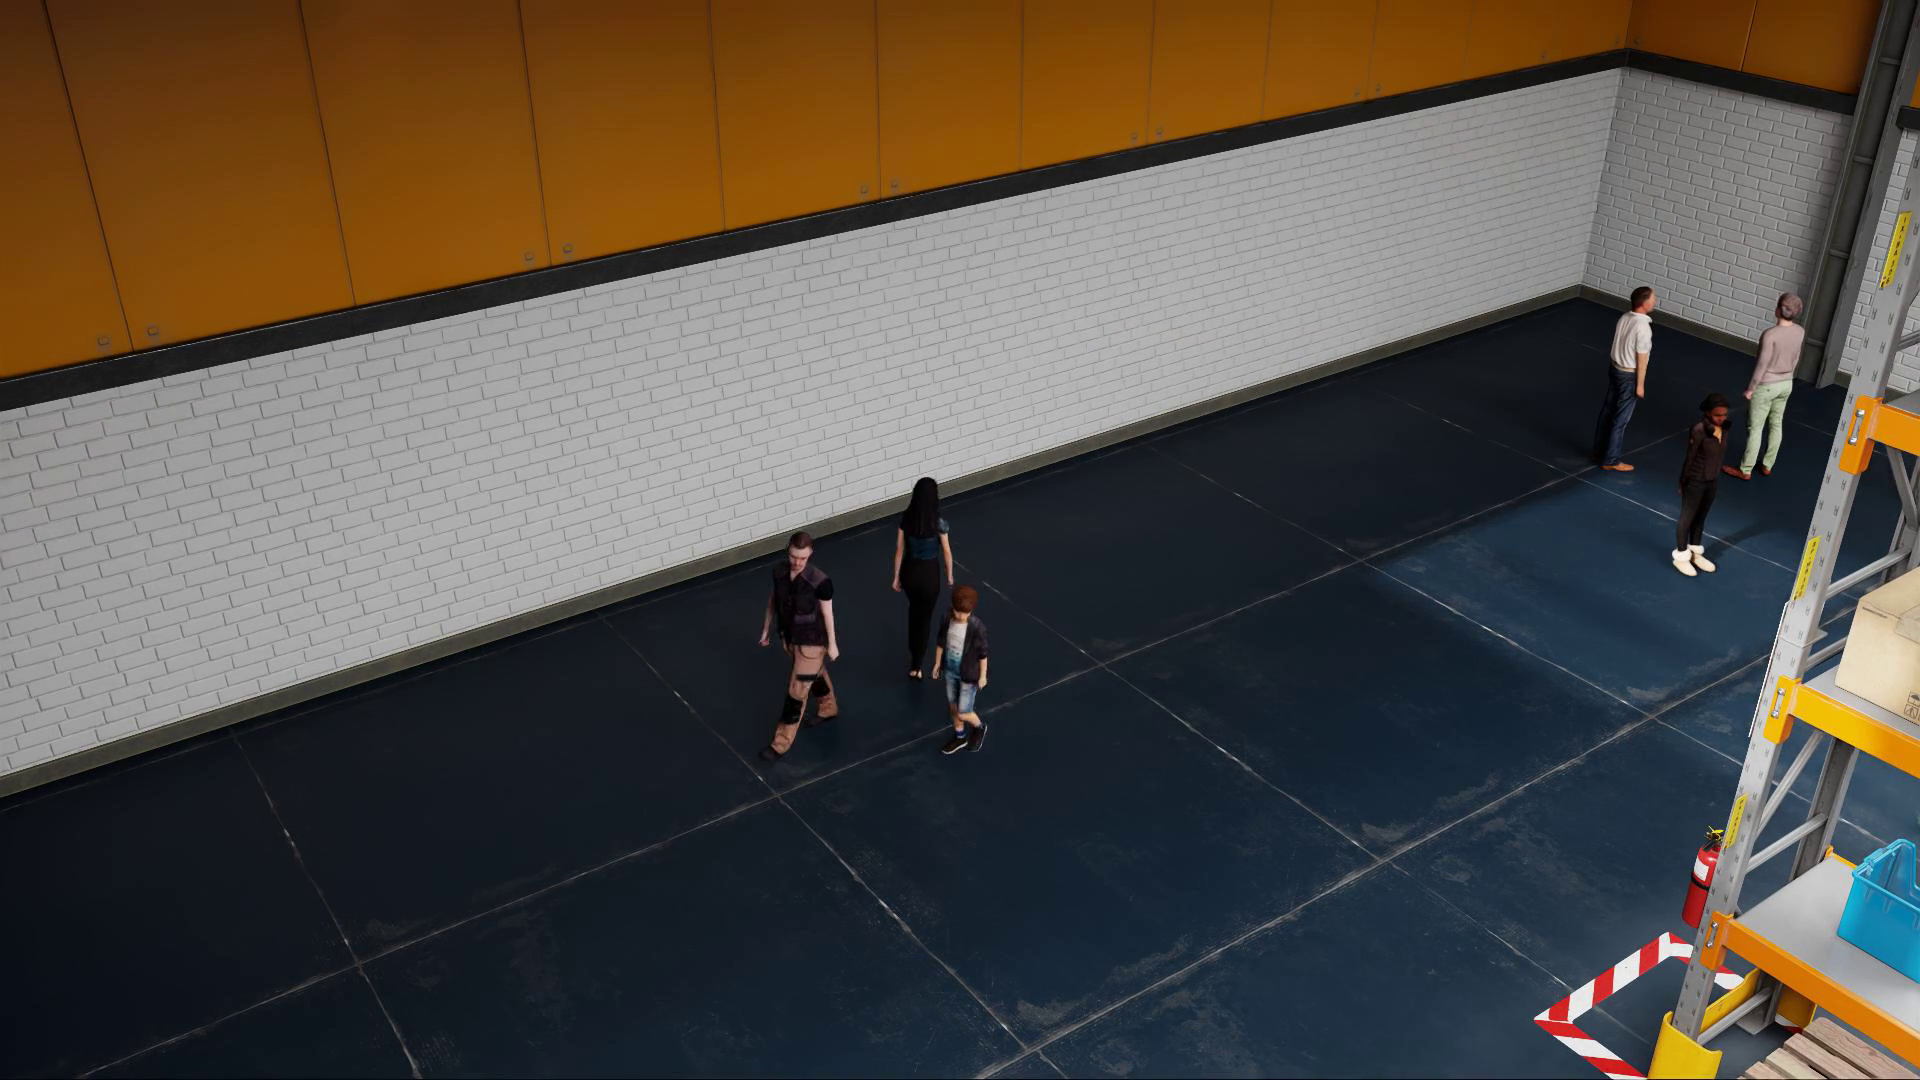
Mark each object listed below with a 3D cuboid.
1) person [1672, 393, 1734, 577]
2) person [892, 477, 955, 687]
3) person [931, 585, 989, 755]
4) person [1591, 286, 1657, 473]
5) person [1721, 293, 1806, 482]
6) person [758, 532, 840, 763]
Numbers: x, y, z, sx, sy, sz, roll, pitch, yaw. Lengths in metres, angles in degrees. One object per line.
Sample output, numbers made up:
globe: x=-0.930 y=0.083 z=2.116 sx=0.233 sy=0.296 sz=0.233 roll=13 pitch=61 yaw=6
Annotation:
person: x=6.445 y=-0.523 z=14.499 sx=0.589 sy=1.664 sz=0.659 roll=-16 pitch=32 yaw=-27
person: x=-0.329 y=0.363 z=12.819 sx=0.734 sy=1.717 sz=0.791 roll=10 pitch=30 yaw=18
person: x=0.062 y=0.920 z=12.086 sx=0.569 sy=1.441 sz=0.667 roll=26 pitch=38 yaw=38
person: x=6.493 y=-1.598 z=16.268 sx=0.811 sy=1.856 sz=0.692 roll=-2 pitch=29 yaw=-4
person: x=7.810 y=-1.469 z=16.011 sx=0.737 sy=1.876 sz=0.693 roll=-10 pitch=30 yaw=-18
person: x=-1.053 y=0.693 z=12.141 sx=1.156 sy=1.786 sz=0.986 roll=23 pitch=36 yaw=36
